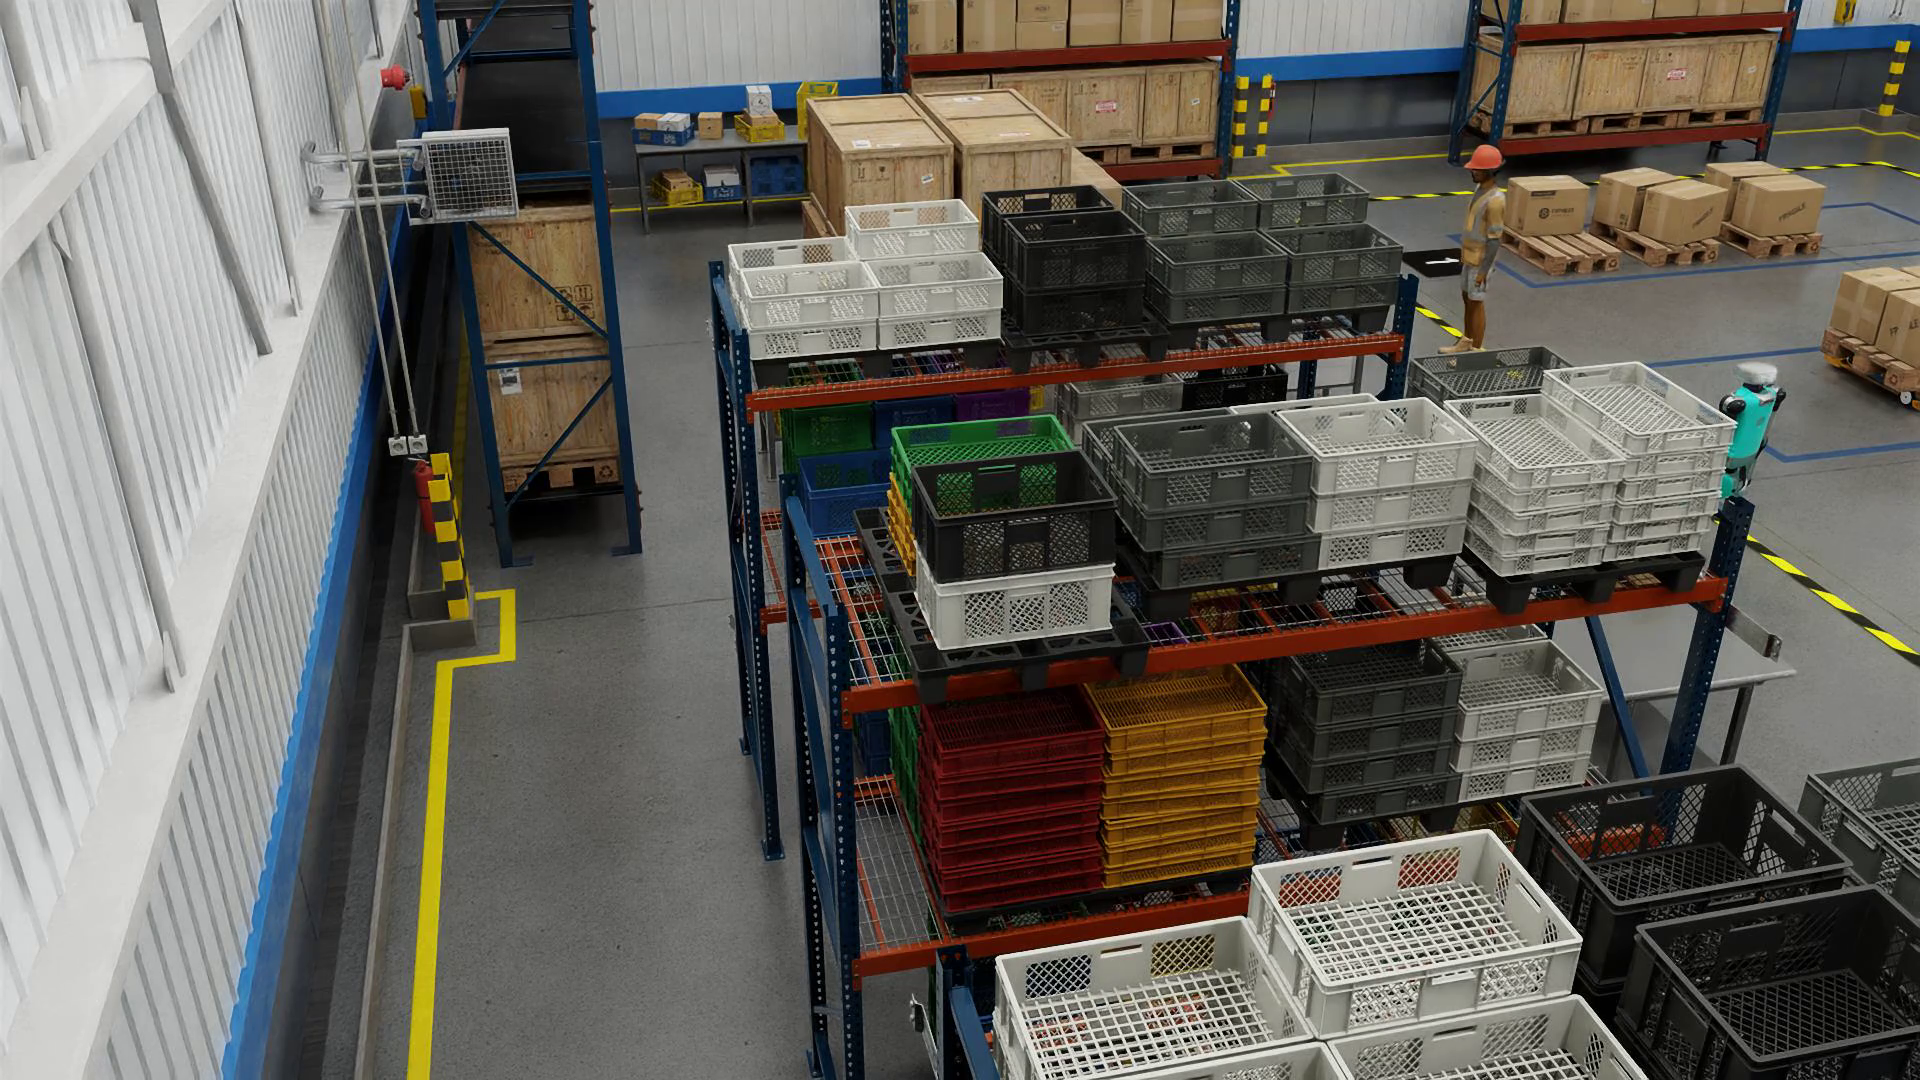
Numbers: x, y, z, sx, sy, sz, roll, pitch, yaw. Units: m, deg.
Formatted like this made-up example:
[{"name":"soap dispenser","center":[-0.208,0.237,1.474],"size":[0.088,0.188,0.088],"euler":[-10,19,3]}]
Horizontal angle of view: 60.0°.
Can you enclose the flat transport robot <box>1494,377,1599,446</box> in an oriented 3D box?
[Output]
[{"name":"flat transport robot","center":[4.780,-1.036,14.013],"size":[0.659,0.231,1.431],"euler":[-6,28,-12]}]

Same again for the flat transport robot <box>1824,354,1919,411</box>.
[{"name":"flat transport robot","center":[8.473,-1.467,14.800],"size":[0.652,0.197,1.431],"euler":[-6,28,-12]}]

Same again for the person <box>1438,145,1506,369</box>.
[{"name":"person","center":[4.624,-2.535,14.958],"size":[0.386,2.039,0.613],"euler":[1,28,1]}]

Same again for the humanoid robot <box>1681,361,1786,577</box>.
[{"name":"humanoid robot","center":[5.015,-0.482,11.244],"size":[0.533,1.676,0.735],"euler":[-15,31,-26]}]
